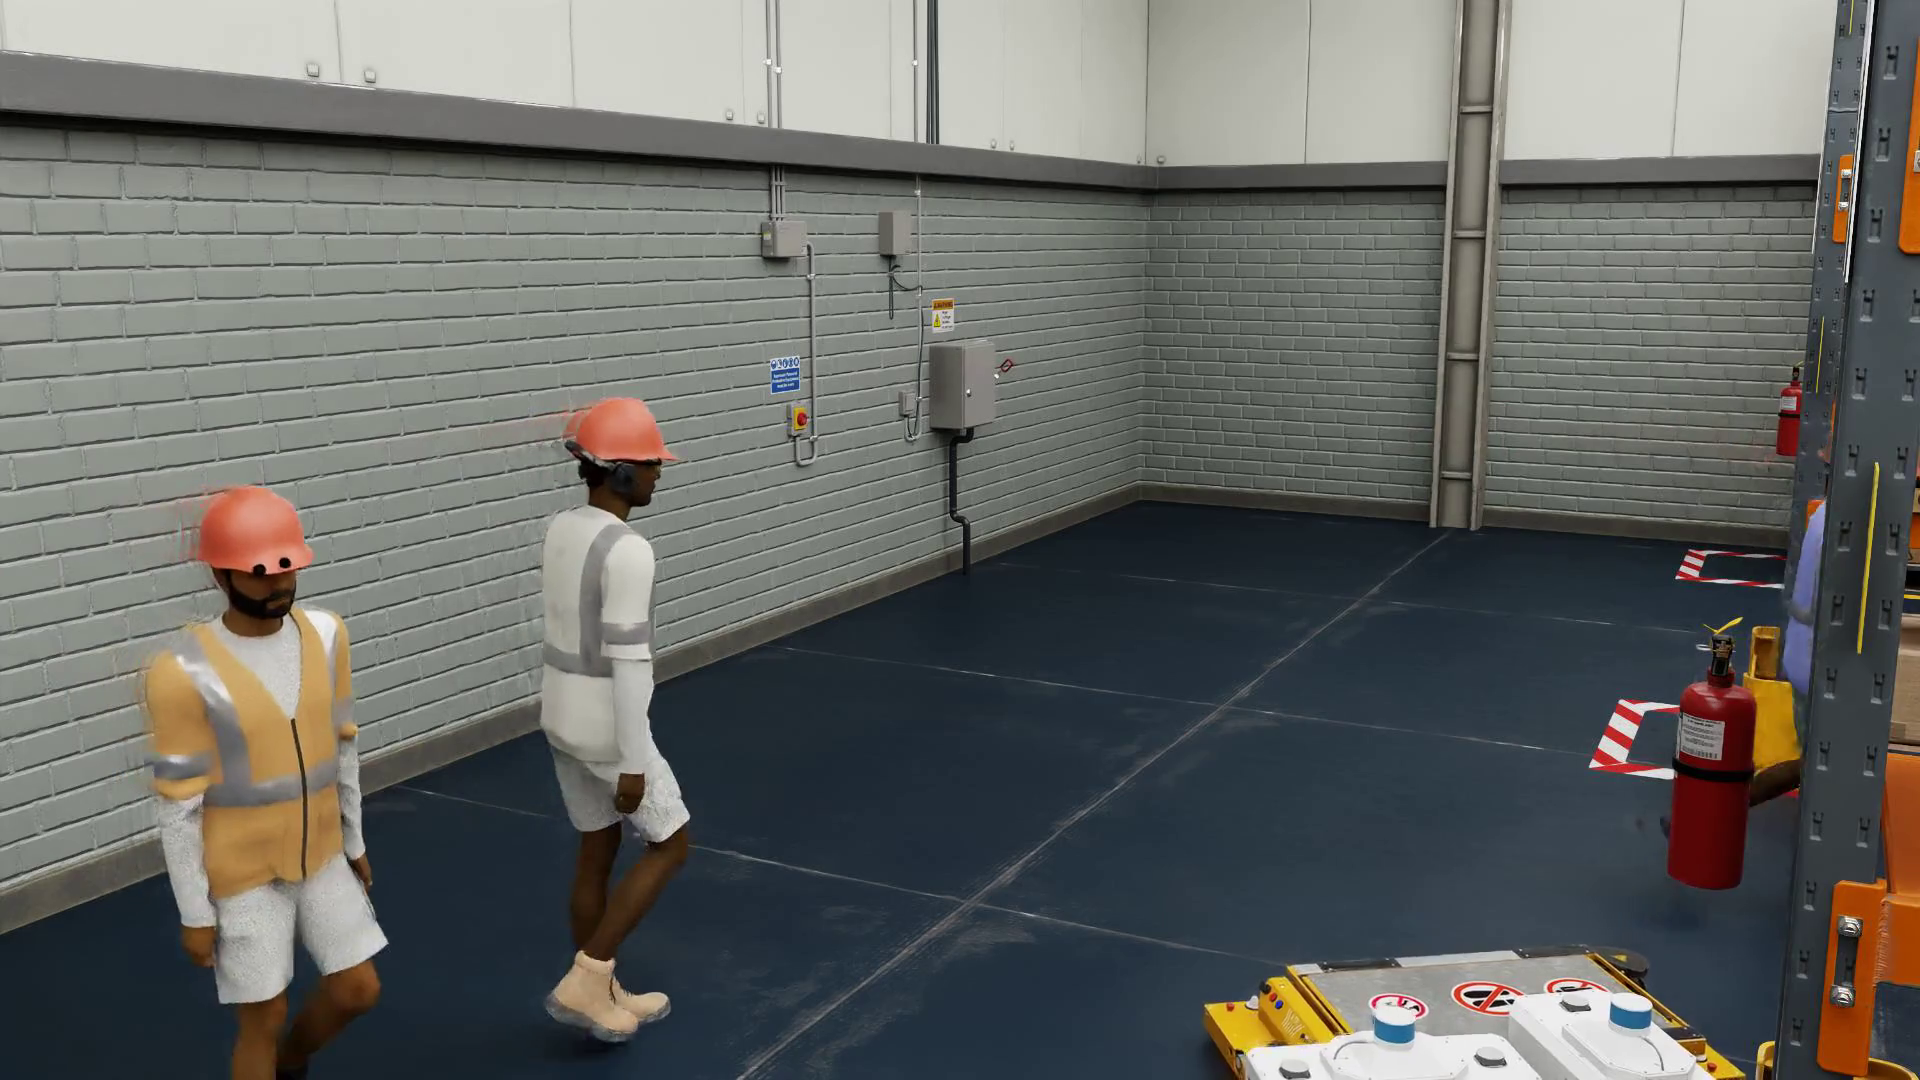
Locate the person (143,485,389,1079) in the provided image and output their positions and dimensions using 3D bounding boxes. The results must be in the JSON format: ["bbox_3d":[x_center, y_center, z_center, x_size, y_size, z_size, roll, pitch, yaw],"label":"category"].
[{"bbox_3d":[-1.727,0.804,4.189,0.457,1.917,0.566,7,12,32],"label":"person"}]

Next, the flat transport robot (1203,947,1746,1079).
[{"bbox_3d":[1.520,1.477,5.005,1.431,0.197,0.652,-1,11,-9],"label":"flat transport robot"}]

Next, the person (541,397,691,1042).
[{"bbox_3d":[-1.066,0.571,5.163,0.443,2.025,0.617,-8,13,-39],"label":"person"}]

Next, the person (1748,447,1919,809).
[{"bbox_3d":[3.074,0.477,6.013,0.714,1.905,0.582,3,11,15],"label":"person"}]

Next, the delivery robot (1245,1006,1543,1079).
[{"bbox_3d":[1.095,1.432,4.233,0.707,0.478,0.477,-1,10,-7],"label":"delivery robot"}]

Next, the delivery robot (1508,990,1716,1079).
[{"bbox_3d":[1.723,1.419,4.306,0.477,0.478,0.707,-2,10,-9],"label":"delivery robot"}]
